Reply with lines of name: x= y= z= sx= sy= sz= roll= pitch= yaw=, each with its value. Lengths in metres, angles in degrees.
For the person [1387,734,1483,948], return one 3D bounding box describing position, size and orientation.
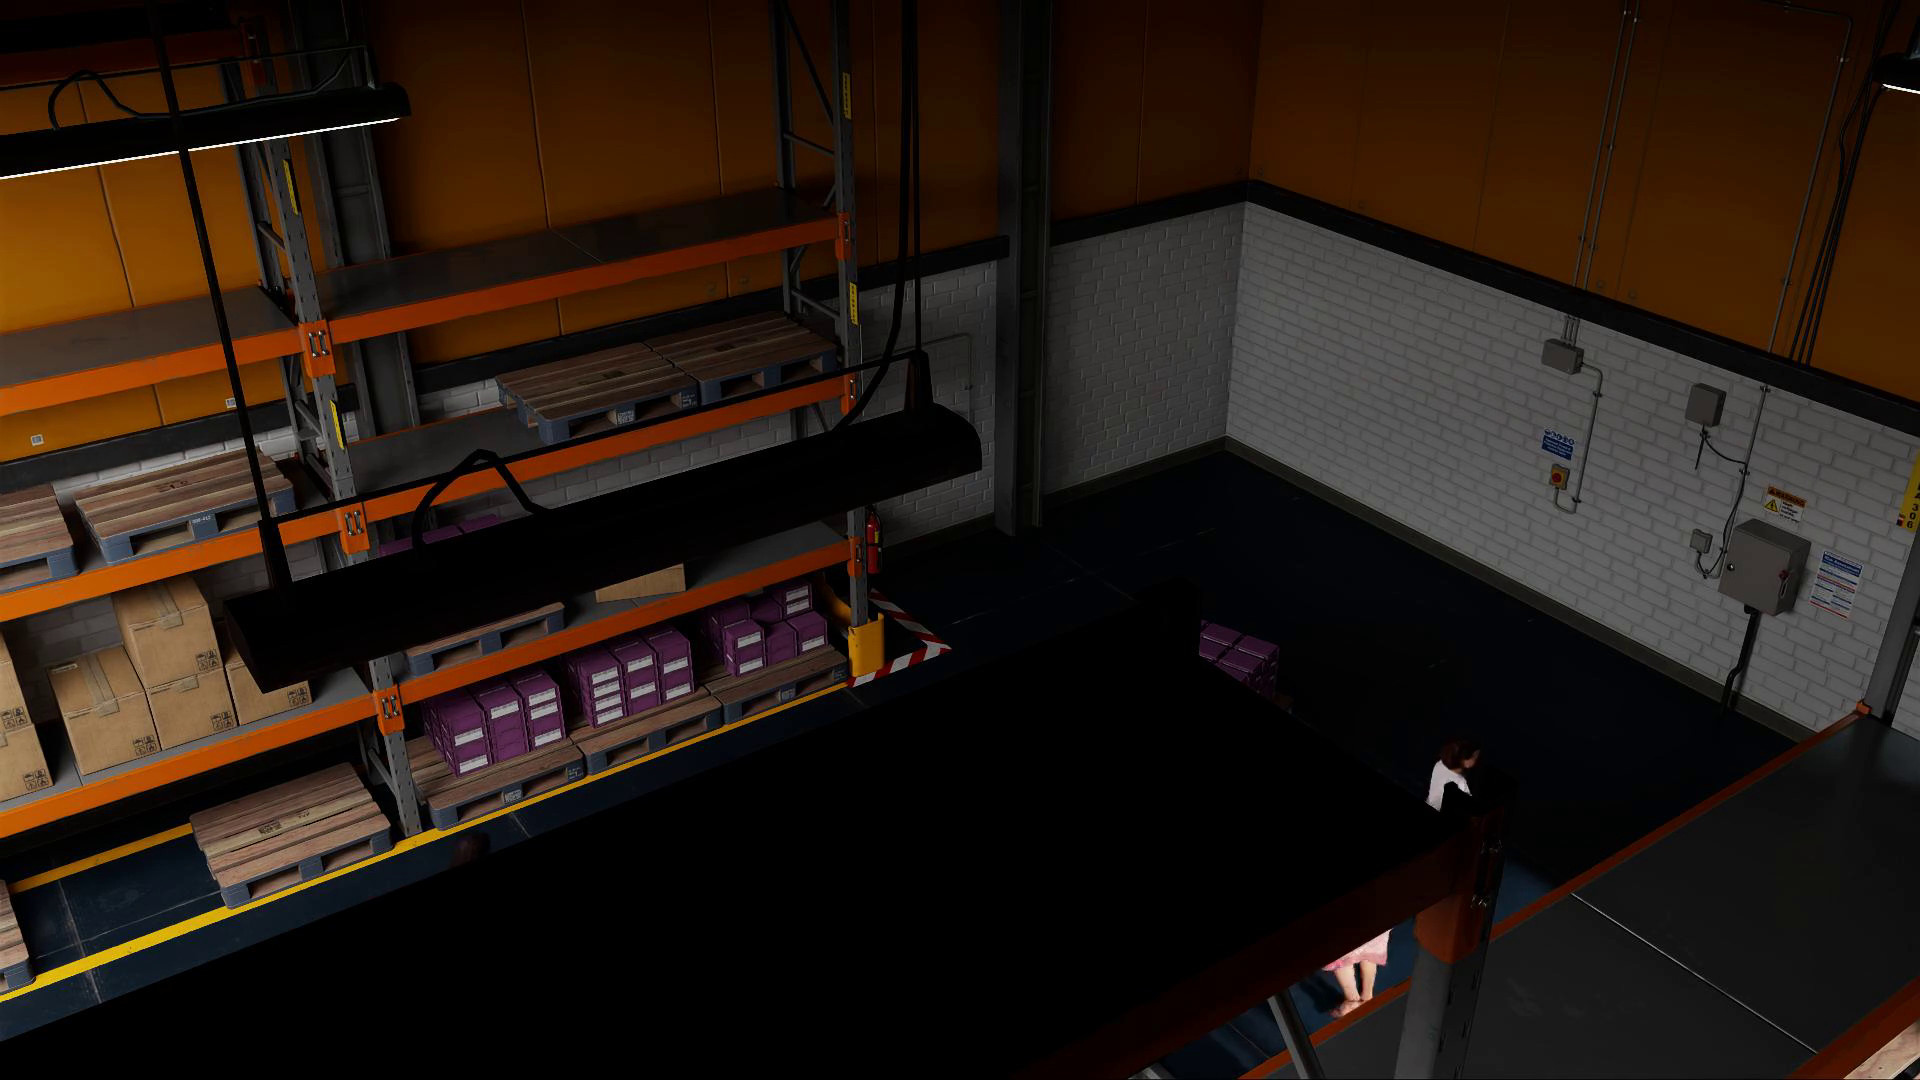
person: x=3.073 y=2.058 z=11.042 sx=1.211 sy=1.742 sz=1.036 roll=-1 pitch=29 yaw=-1
